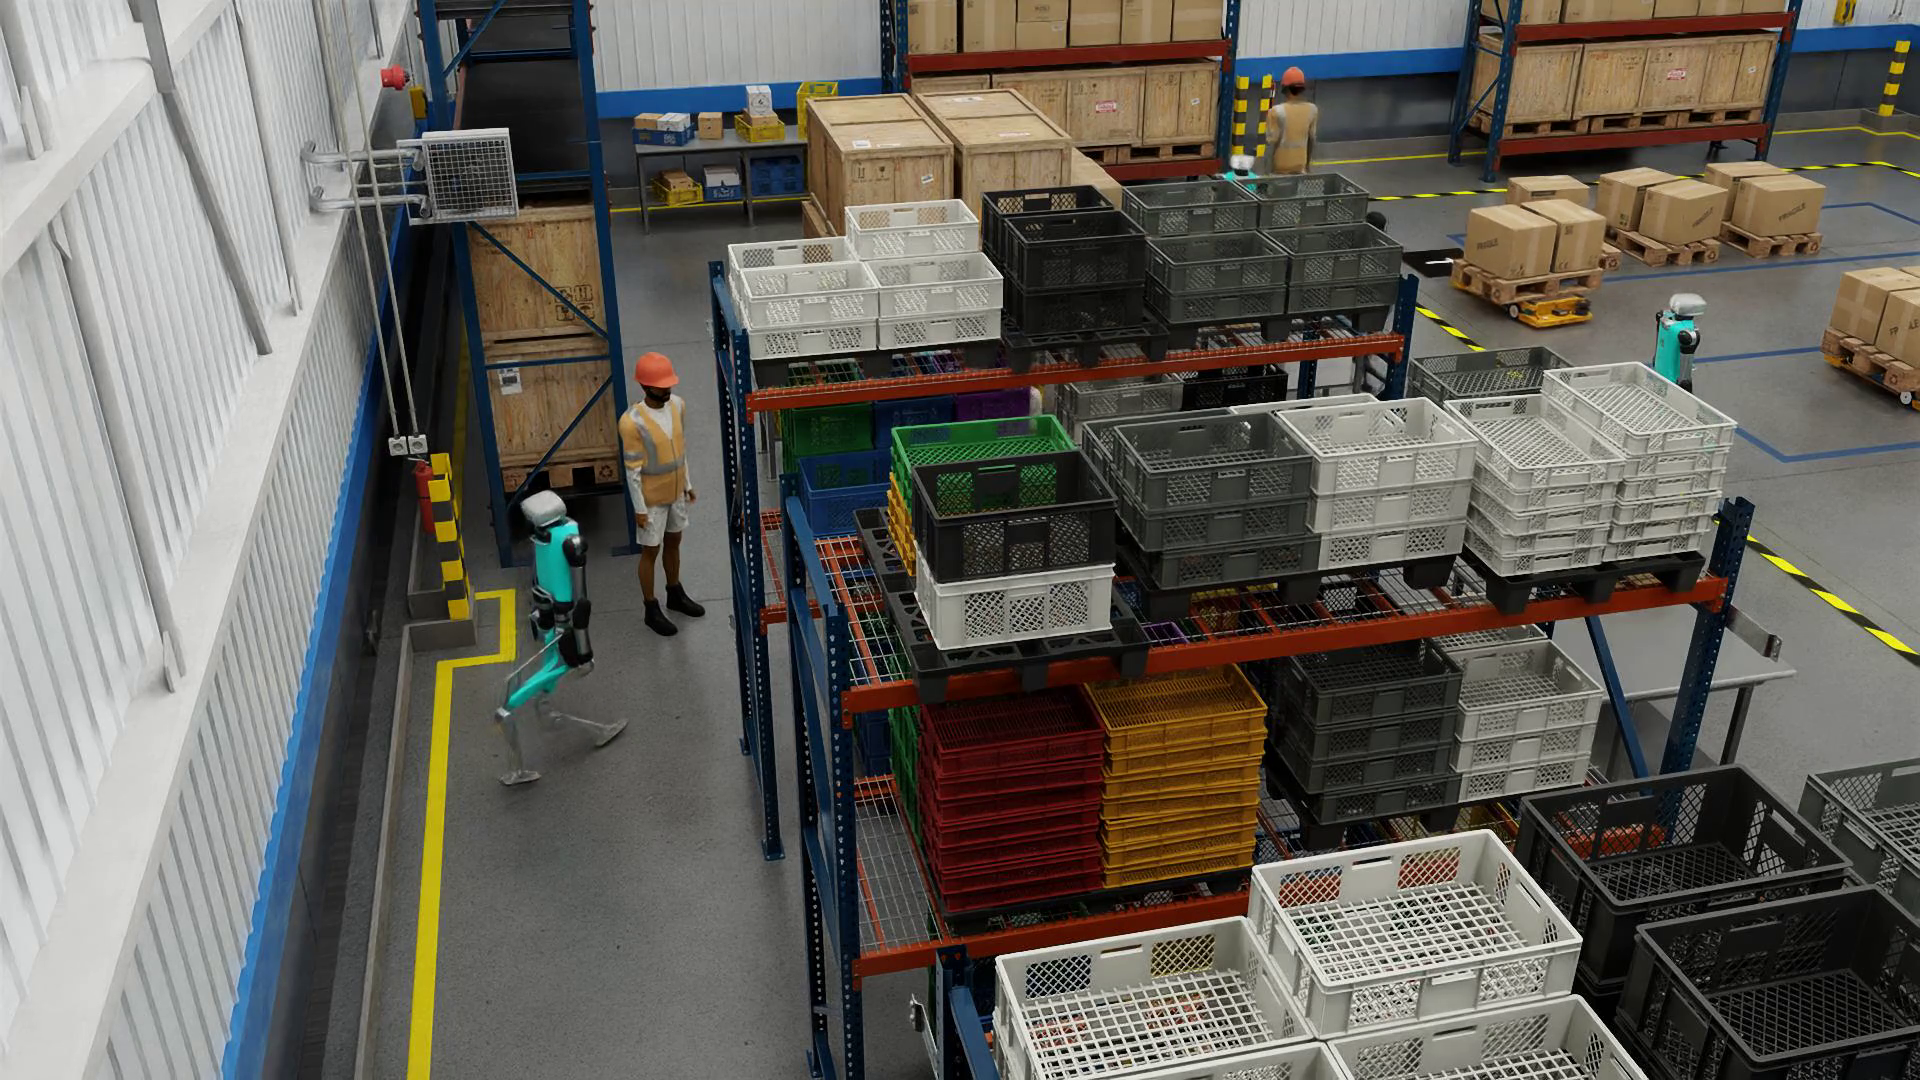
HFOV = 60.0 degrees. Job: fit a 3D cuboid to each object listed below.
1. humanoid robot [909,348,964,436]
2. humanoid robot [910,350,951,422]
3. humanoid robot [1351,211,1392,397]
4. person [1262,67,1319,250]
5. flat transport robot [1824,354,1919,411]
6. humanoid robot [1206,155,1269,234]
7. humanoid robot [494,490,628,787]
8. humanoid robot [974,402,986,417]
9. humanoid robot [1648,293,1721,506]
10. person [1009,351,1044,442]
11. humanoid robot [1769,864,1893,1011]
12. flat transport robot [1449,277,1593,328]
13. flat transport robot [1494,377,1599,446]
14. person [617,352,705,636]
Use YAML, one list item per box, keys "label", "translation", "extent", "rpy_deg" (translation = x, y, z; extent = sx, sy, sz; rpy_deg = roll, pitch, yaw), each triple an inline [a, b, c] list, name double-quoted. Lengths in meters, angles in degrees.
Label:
- label: "humanoid robot"
  translation: [-0.298, -0.946, 12.270]
  extent: [0.893, 1.762, 0.540]
  rpy_deg: [-10, 30, -19]
- label: "humanoid robot"
  translation: [0.060, -0.557, 11.509]
  extent: [0.980, 1.710, 0.543]
  rpy_deg: [-14, 31, -25]
- label: "humanoid robot"
  translation: [3.614, -2.029, 14.374]
  extent: [0.508, 1.641, 0.586]
  rpy_deg: [20, 34, 33]
- label: "person"
  translation: [3.513, -4.095, 17.973]
  extent: [0.628, 1.993, 0.950]
  rpy_deg: [-8, 29, -15]
- label: "flat transport robot"
  translation: [8.473, -1.467, 14.800]
  extent: [0.652, 0.197, 1.431]
  rpy_deg: [-6, 28, -12]
- label: "humanoid robot"
  translation: [2.609, -2.882, 15.935]
  extent: [0.549, 1.728, 1.029]
  rpy_deg: [2, 28, 3]
- label: "humanoid robot"
  translation: [-2.393, 0.620, 9.364]
  extent: [1.083, 1.774, 0.553]
  rpy_deg: [-23, 35, -36]
- label: "humanoid robot"
  translation: [0.093, -0.242, 10.998]
  extent: [0.324, 1.650, 0.613]
  rpy_deg: [-23, 35, -36]
- label: "humanoid robot"
  translation: [5.404, -1.005, 12.236]
  extent: [0.735, 1.675, 0.533]
  rpy_deg: [-1, 28, -2]
- label: "person"
  translation: [0.414, -0.515, 11.354]
  extent: [0.377, 1.820, 0.561]
  rpy_deg: [-12, 30, -22]
- label: "humanoid robot"
  translation: [3.568, 1.961, 6.866]
  extent: [0.556, 1.902, 0.766]
  rpy_deg: [9, 29, 16]
- label: "flat transport robot"
  translation: [5.637, -2.491, 16.743]
  extent: [0.652, 0.197, 1.431]
  rpy_deg: [-11, 30, -19]
- label: "flat transport robot"
  translation: [4.780, -1.036, 14.013]
  extent: [0.659, 0.231, 1.431]
  rpy_deg: [-6, 28, -12]
- label: "person"
  translation: [-1.935, -0.316, 10.855]
  extent: [0.362, 1.939, 0.542]
  rpy_deg: [17, 32, 29]
